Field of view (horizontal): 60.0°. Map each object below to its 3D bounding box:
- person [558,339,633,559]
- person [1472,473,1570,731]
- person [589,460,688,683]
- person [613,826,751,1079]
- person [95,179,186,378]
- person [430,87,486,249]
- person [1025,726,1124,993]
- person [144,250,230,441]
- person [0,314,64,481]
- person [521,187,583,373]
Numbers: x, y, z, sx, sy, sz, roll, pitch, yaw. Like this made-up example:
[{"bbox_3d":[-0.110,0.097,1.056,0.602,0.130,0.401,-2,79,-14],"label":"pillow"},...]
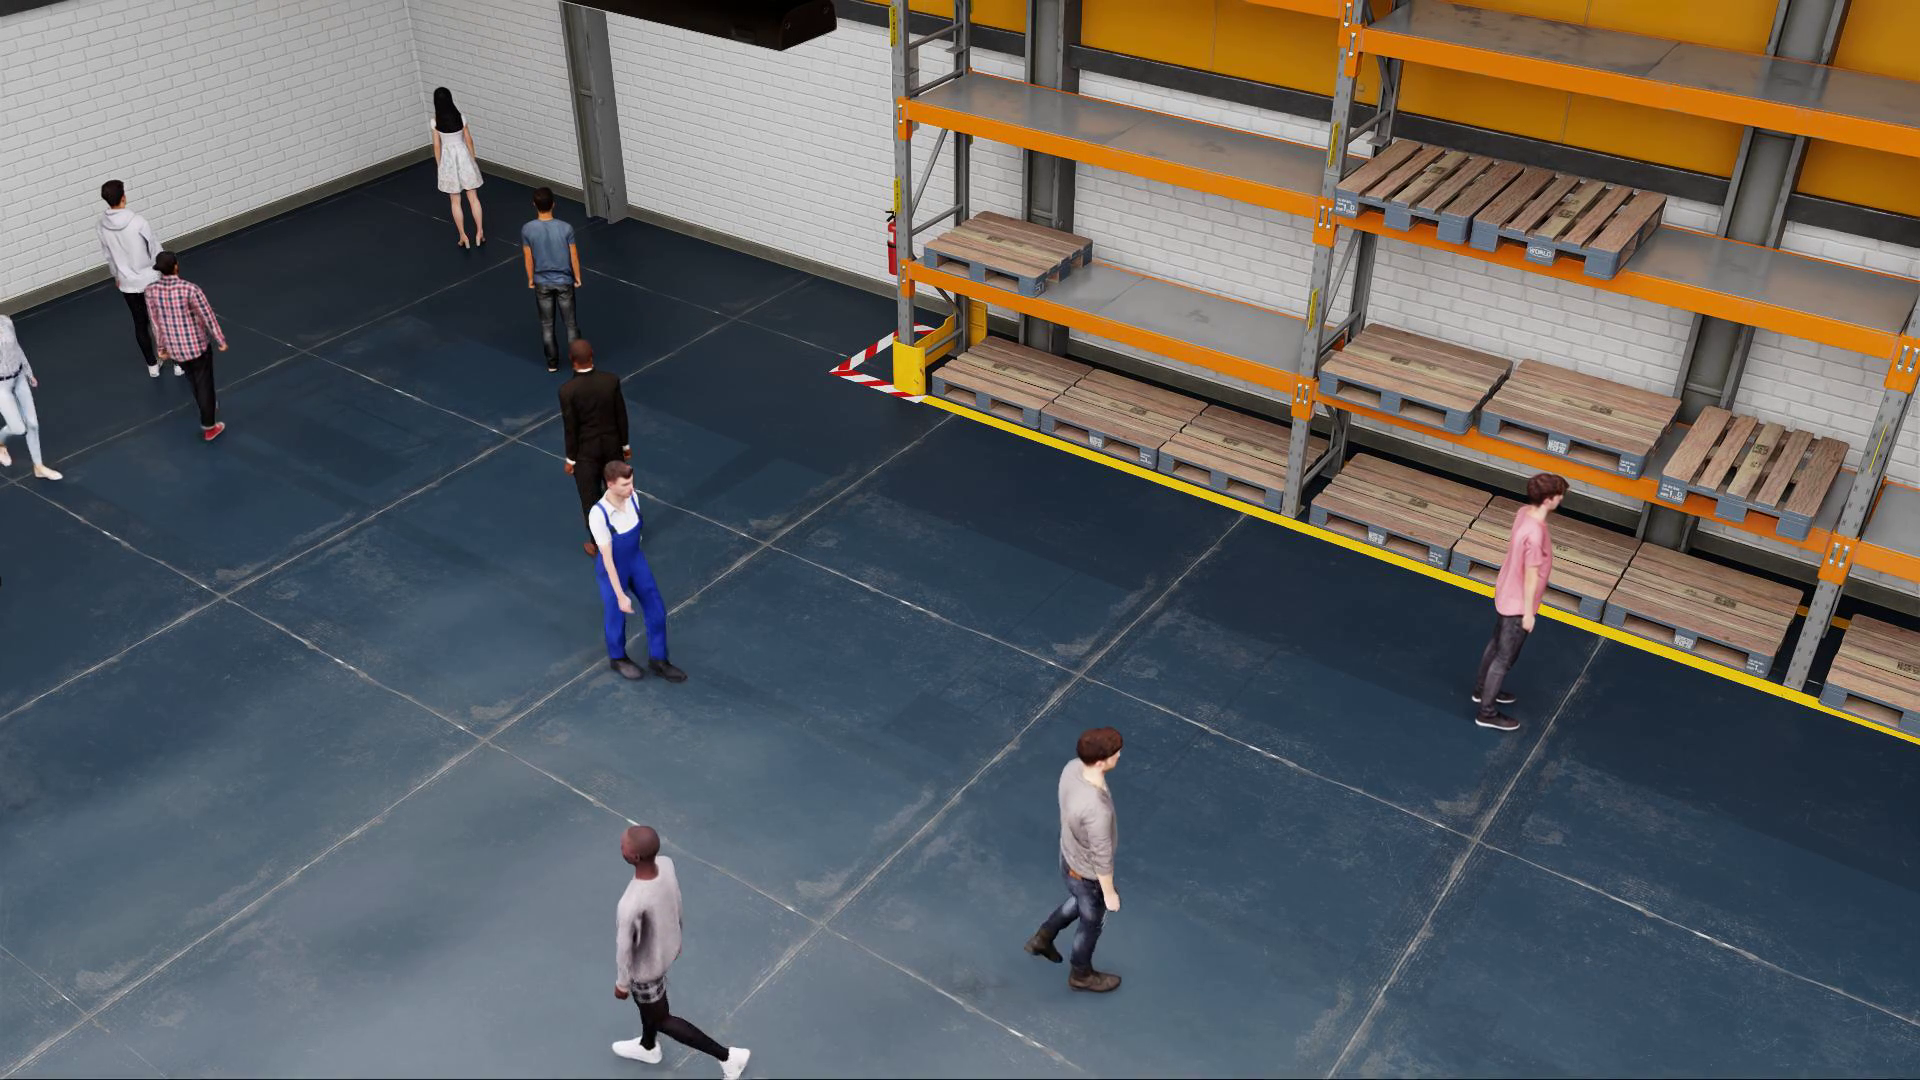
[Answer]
[{"bbox_3d":[-2.832,-0.703,12.989,0.784,1.903,0.755,-20,38,-27],"label":"person"},{"bbox_3d":[3.764,0.396,11.287,0.706,1.957,0.707,4,34,6],"label":"person"},{"bbox_3d":[-2.449,0.199,11.702,0.850,1.824,0.623,23,40,30],"label":"person"},{"bbox_3d":[-1.531,2.223,8.724,1.163,1.751,0.872,9,35,13],"label":"person"},{"bbox_3d":[-7.685,-2.441,15.580,0.751,1.929,0.834,-2,34,-3],"label":"person"},{"bbox_3d":[-5.493,-4.064,18.163,0.768,1.773,0.801,-14,36,-20],"label":"person"},{"bbox_3d":[0.624,1.812,9.217,0.971,1.890,0.908,-4,34,-7],"label":"person"},{"bbox_3d":[-6.805,-1.680,14.601,0.955,1.746,0.998,1,34,2],"label":"person"},{"bbox_3d":[-8.081,-1.305,14.007,0.923,1.778,0.742,10,35,15],"label":"person"},{"bbox_3d":[-3.835,-2.450,15.703,0.698,1.807,0.763,-5,34,-8],"label":"person"}]
